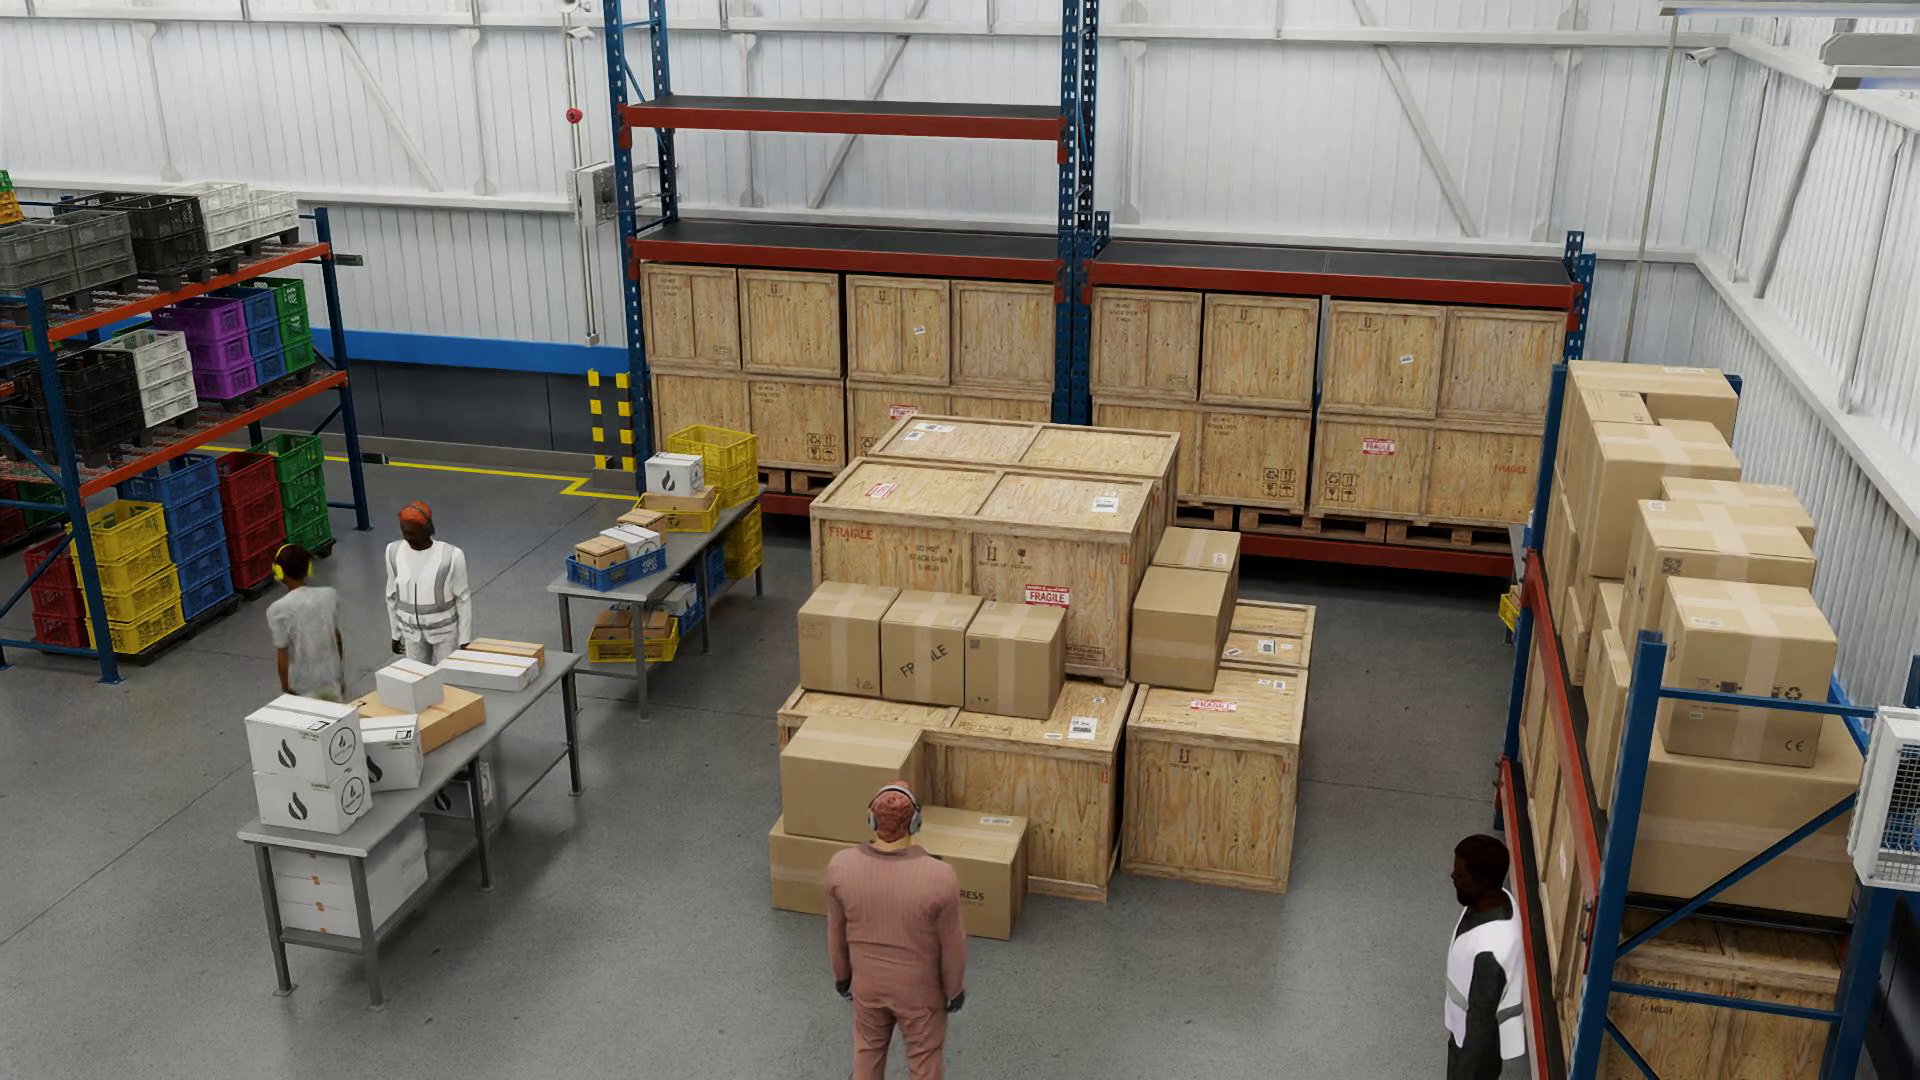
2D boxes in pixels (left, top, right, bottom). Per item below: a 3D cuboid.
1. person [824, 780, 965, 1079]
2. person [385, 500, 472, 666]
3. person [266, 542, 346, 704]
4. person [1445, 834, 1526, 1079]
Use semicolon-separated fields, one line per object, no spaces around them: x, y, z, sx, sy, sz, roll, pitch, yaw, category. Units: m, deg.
-0.281;1.971;7.597;0.647;1.900;0.401;7;22;17;person
-3.541;0.626;11.122;0.574;1.887;0.355;3;21;8;person
-4.039;0.922;10.426;0.530;1.832;0.512;18;27;39;person
2.224;2.131;7.162;0.398;1.907;0.599;6;22;15;person
